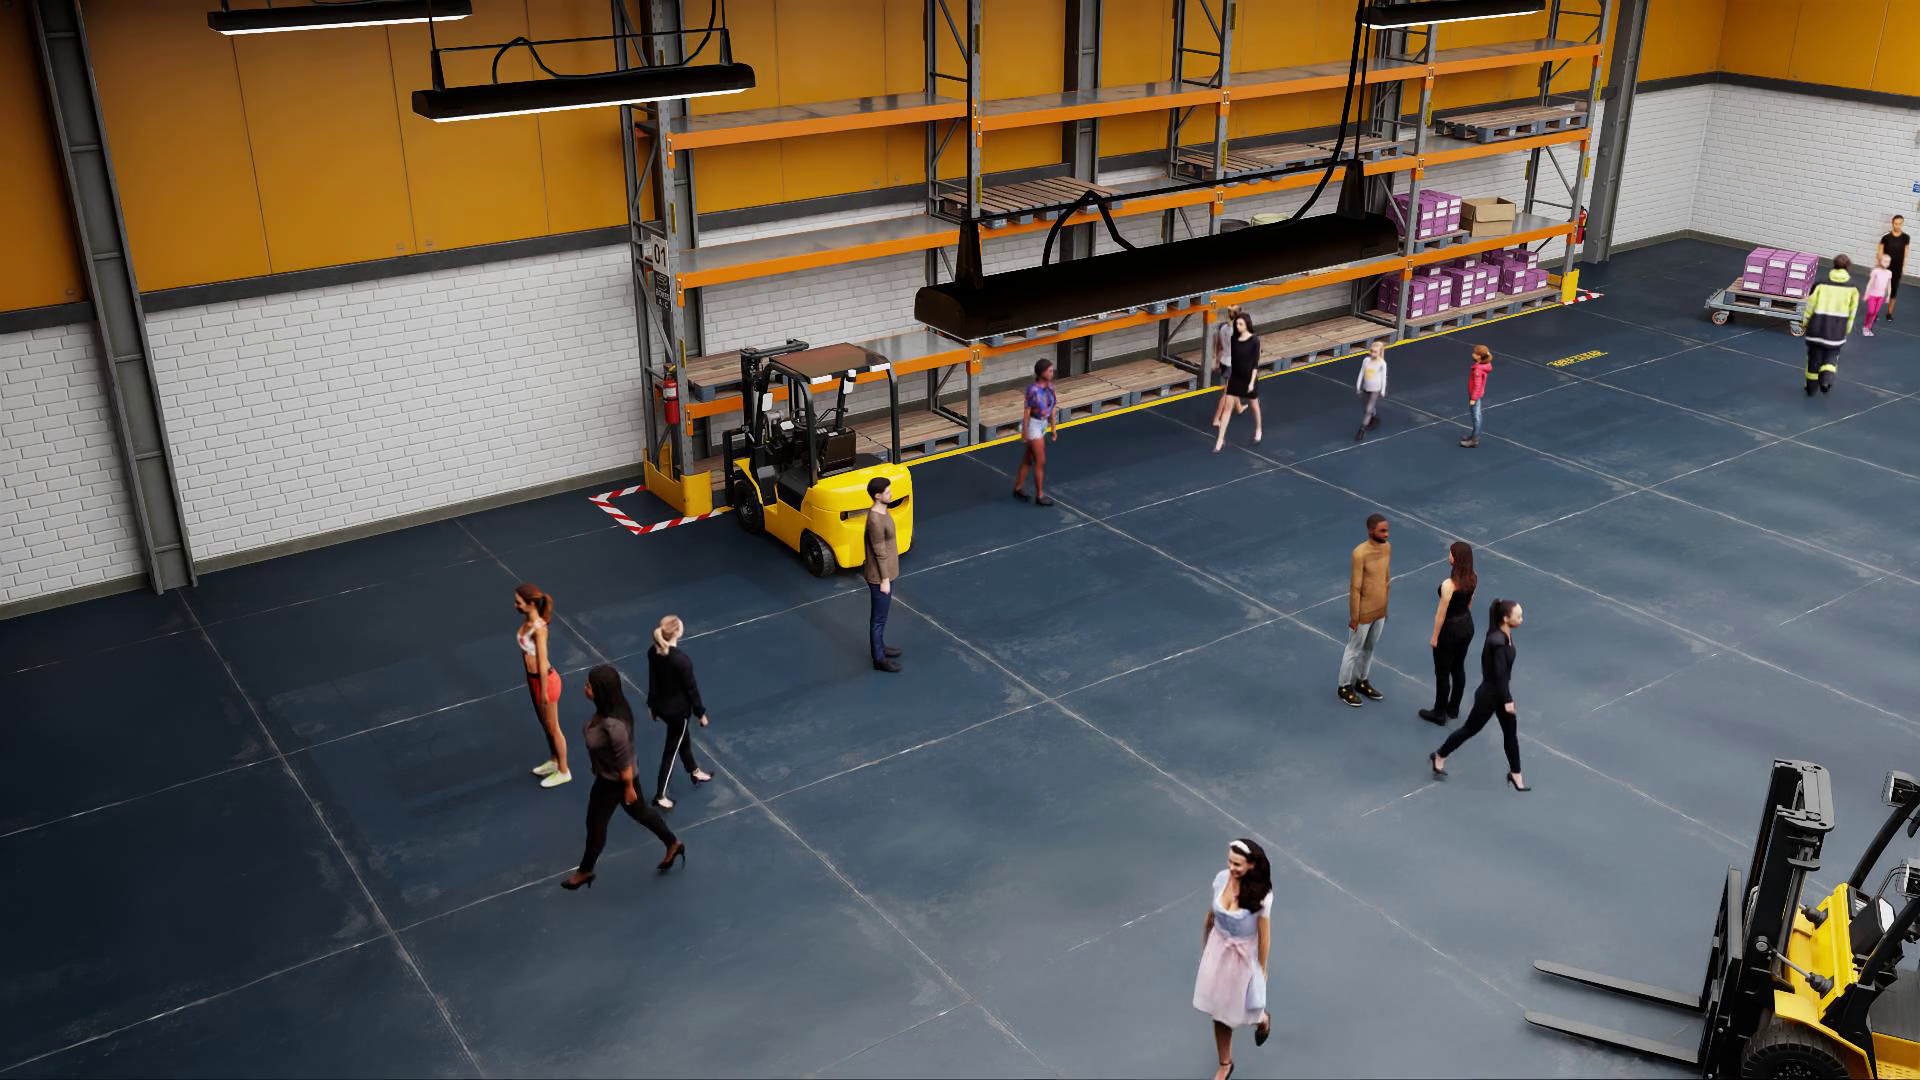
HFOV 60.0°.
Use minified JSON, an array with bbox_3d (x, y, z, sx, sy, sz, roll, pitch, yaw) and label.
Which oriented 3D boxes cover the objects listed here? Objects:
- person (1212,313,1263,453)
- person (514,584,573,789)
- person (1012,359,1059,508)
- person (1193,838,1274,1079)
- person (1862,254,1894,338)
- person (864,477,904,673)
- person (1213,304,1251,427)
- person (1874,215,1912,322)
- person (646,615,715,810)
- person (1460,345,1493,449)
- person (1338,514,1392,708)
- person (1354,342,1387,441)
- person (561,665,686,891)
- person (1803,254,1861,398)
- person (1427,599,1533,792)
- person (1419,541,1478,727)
[{"bbox_3d":[3.599,-1.947,20.725,0.810,1.747,1.188,19,30,36],"label":"person"},{"bbox_3d":[-3.394,1.165,13.559,0.561,1.785,0.589,-11,26,-25],"label":"person"},{"bbox_3d":[0.811,-1.242,19.166,0.889,1.704,0.819,-19,30,-37],"label":"person"},{"bbox_3d":[1.737,2.592,10.268,0.758,1.805,0.950,21,31,40],"label":"person"},{"bbox_3d":[14.026,-3.771,25.501,0.592,1.265,0.666,0,24,1],"label":"person"},{"bbox_3d":[-0.738,0.296,15.418,0.762,1.889,0.744,-1,24,-2],"label":"person"},{"bbox_3d":[3.462,-2.239,21.602,0.989,1.579,0.612,-13,27,-28],"label":"person"},{"bbox_3d":[14.649,-4.320,26.262,0.701,1.661,0.737,7,24,15],"label":"person"},{"bbox_3d":[-2.327,1.416,13.123,0.776,1.674,0.968,19,30,36],"label":"person"},{"bbox_3d":[6.528,-1.823,20.978,0.645,1.317,0.553,11,26,23],"label":"person"},{"bbox_3d":[3.624,0.598,14.817,0.493,1.817,0.676,-17,29,-34],"label":"person"},{"bbox_3d":[5.313,-1.946,21.336,0.650,1.257,0.974,20,31,39],"label":"person"},{"bbox_3d":[-2.408,1.748,12.221,1.248,1.787,0.963,-5,24,-11],"label":"person"},{"bbox_3d":[11.789,-2.886,22.600,0.933,1.965,0.973,8,25,17],"label":"person"},{"bbox_3d":[4.223,1.265,13.468,0.960,1.674,1.094,13,27,26],"label":"person"},{"bbox_3d":[4.298,0.806,14.503,0.467,1.687,0.632,-17,29,-34],"label":"person"}]
